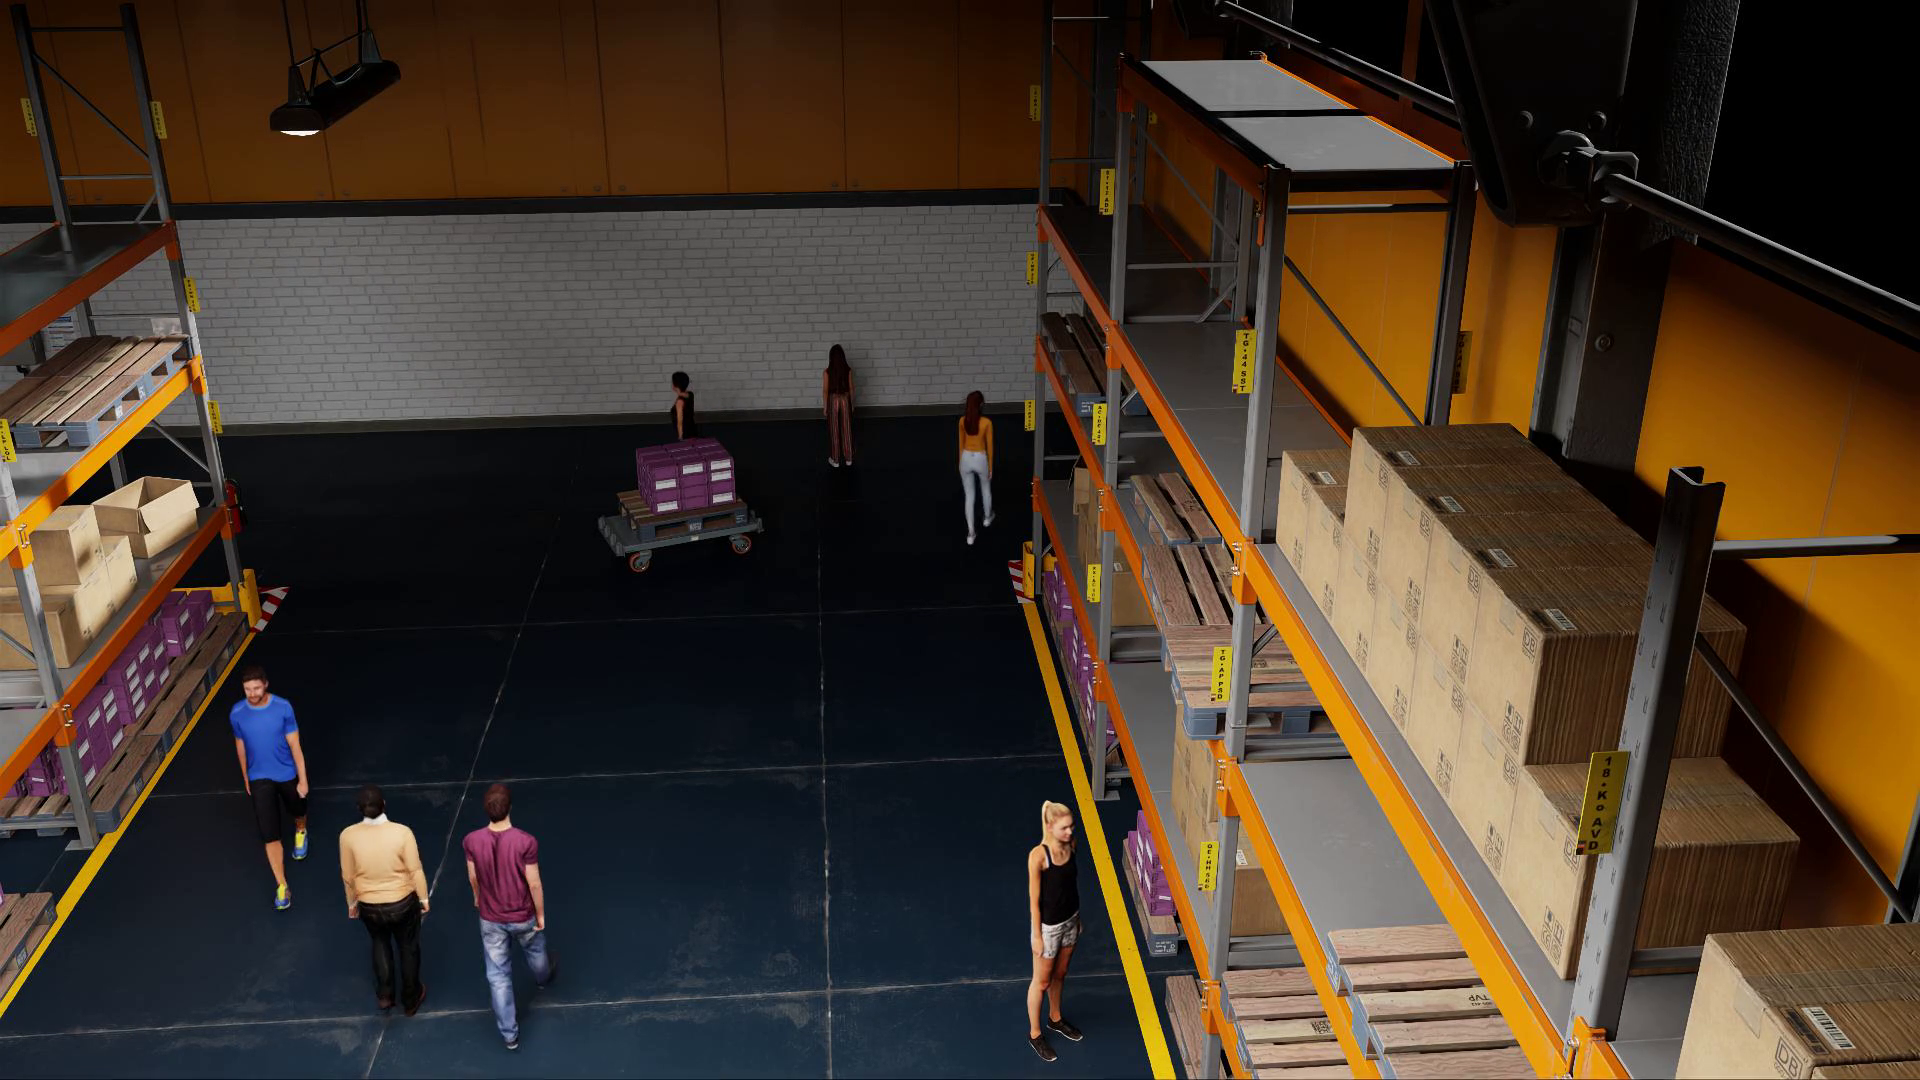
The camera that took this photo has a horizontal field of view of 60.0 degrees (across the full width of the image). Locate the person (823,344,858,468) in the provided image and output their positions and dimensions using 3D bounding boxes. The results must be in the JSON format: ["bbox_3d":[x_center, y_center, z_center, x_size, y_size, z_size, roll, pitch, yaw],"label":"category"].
[{"bbox_3d":[-1.500,-1.682,20.662,0.589,1.559,0.570,-6,24,-14],"label":"person"}]

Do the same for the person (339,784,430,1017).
[{"bbox_3d":[-3.807,2.445,10.996,0.675,1.739,0.664,-2,24,-5],"label":"person"}]

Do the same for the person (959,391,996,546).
[{"bbox_3d":[0.145,-0.776,18.382,0.753,1.724,1.040,4,24,9],"label":"person"}]

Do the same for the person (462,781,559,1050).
[{"bbox_3d":[-2.965,2.482,10.830,0.678,1.805,1.076,-2,24,-4],"label":"person"}]

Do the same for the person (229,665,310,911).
[{"bbox_3d":[-5.132,1.736,12.510,0.791,1.824,1.275,-6,24,-14],"label":"person"}]

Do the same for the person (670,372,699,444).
[{"bbox_3d":[-3.165,-1.231,19.673,0.799,1.526,0.971,5,24,12],"label":"person"}]

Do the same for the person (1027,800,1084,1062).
[{"bbox_3d":[0.608,2.477,10.790,0.727,1.846,0.682,22,32,40],"label":"person"}]
